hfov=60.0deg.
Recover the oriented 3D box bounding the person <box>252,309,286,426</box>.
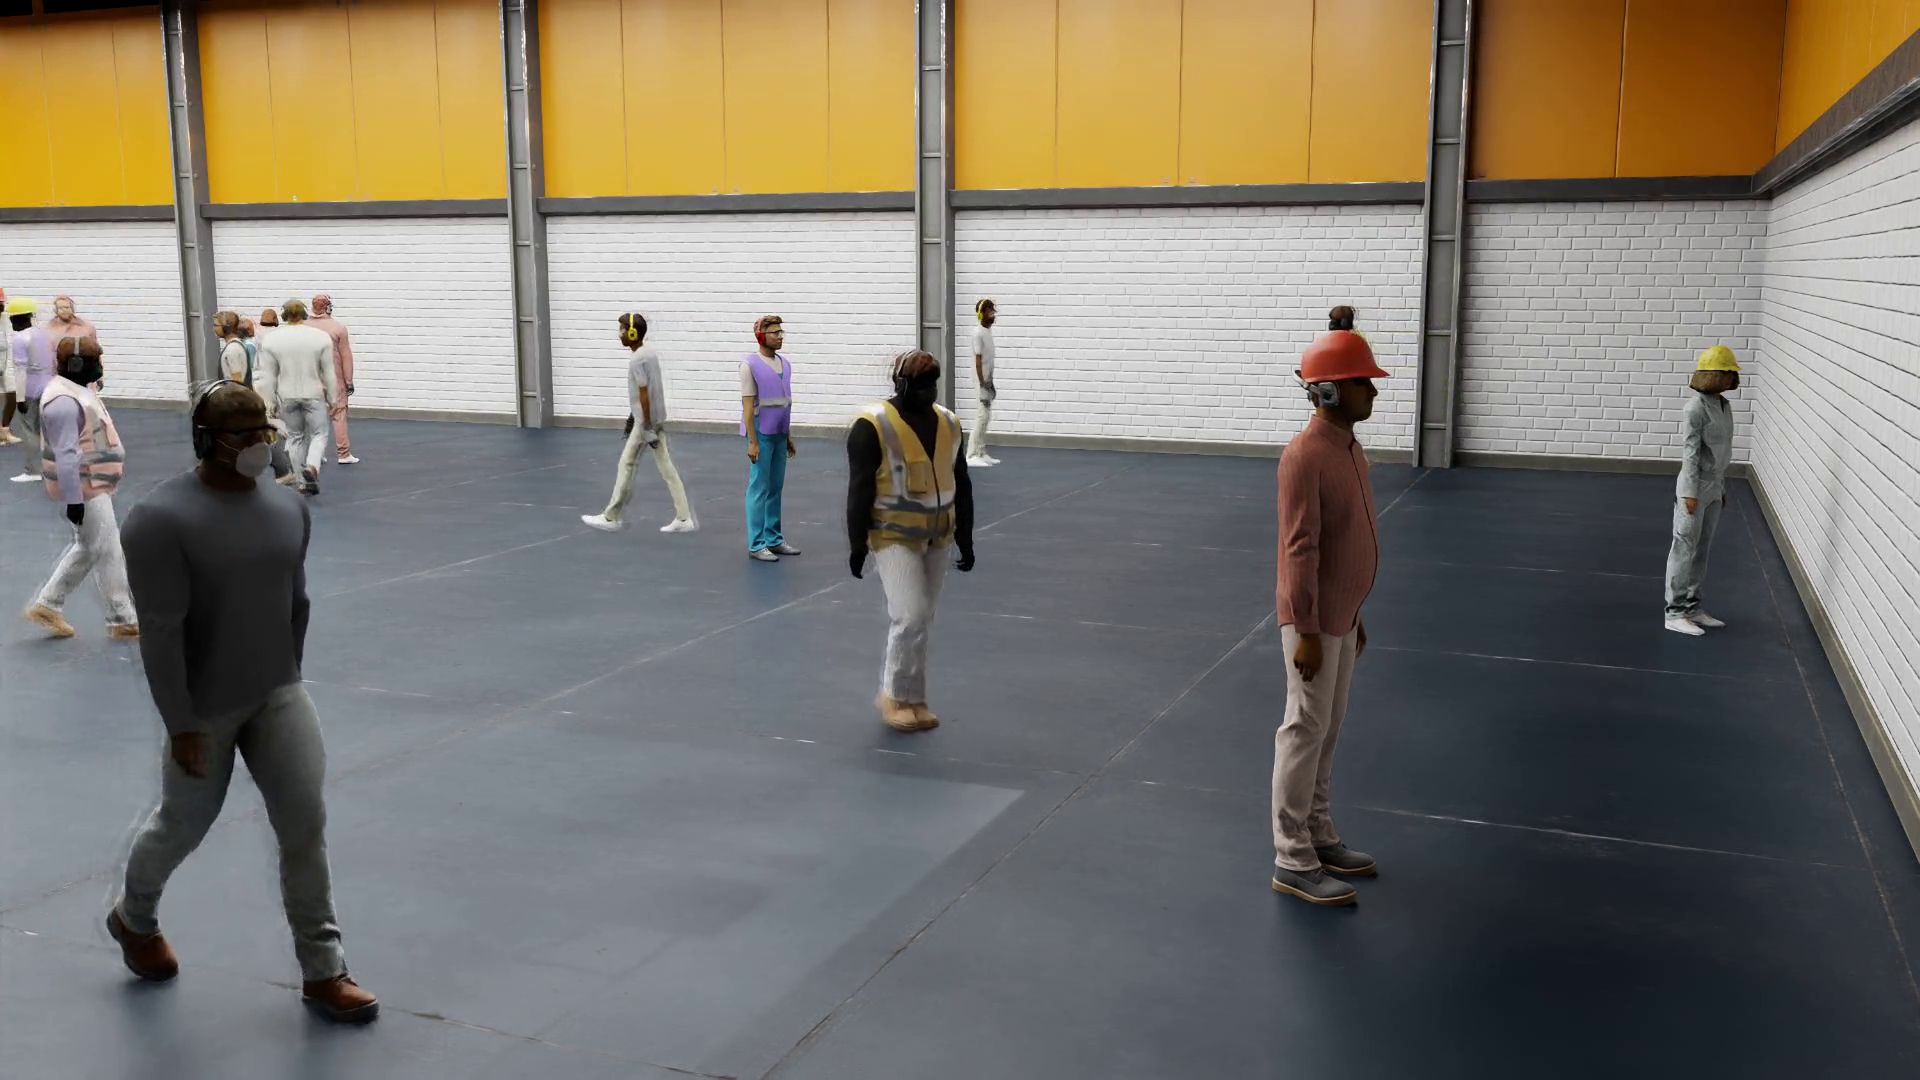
[{"bbox_3d":[-9.440,-2.354,22.834,0.504,1.632,0.269,-3,10,-20],"label":"person"}]

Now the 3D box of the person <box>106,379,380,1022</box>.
[{"bbox_3d":[-2.218,0.462,4.993,1.004,1.906,0.628,6,11,31],"label":"person"}]

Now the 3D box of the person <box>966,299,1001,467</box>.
[{"bbox_3d":[0.246,-1.742,18.509,0.388,1.848,0.593,2,10,11],"label":"person"}]

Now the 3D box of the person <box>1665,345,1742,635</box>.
[{"bbox_3d":[4.530,-0.306,10.092,0.486,1.744,0.311,-8,13,-41],"label":"person"}]

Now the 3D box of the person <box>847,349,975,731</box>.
[{"bbox_3d":[-0.208,0.011,7.908,0.658,1.826,0.481,-8,12,-40],"label":"person"}]

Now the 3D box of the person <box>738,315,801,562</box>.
[{"bbox_3d":[-1.459,-0.773,12.602,0.389,1.850,0.567,4,10,25],"label":"person"}]

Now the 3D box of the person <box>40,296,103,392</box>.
[{"bbox_3d":[-10.305,-1.883,19.274,0.672,1.864,0.967,-6,11,-31],"label":"person"}]

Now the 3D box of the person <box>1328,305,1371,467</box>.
[{"bbox_3d":[3.801,-1.416,16.550,0.487,1.831,0.651,2,10,11],"label":"person"}]

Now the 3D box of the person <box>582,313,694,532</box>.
[{"bbox_3d":[-2.677,-0.955,13.790,0.988,1.825,0.495,2,10,12],"label":"person"}]

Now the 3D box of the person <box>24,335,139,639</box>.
[{"bbox_3d":[-5.194,-0.298,9.827,0.746,1.820,0.643,-3,10,-19],"label":"person"}]

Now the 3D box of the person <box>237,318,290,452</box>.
[{"bbox_3d":[-8.289,-1.814,19.610,0.737,1.614,0.507,-6,11,-33],"label":"person"}]

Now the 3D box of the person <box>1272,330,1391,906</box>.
[{"bbox_3d":[1.298,0.263,5.879,0.375,1.997,0.612,5,11,27],"label":"person"}]

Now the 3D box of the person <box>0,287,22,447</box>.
[{"bbox_3d":[-11.746,-2.106,20.232,0.634,1.993,0.623,1,9,6],"label":"person"}]

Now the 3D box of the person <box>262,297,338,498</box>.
[{"bbox_3d":[-6.237,-1.330,15.733,0.642,1.924,0.668,-2,10,-14],"label":"person"}]

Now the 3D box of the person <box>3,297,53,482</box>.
[{"bbox_3d":[-9.461,-1.539,17.070,0.593,1.906,0.603,0,9,0],"label":"person"}]

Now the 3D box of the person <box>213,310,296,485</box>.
[{"bbox_3d":[-6.979,-1.330,16.141,0.958,1.807,0.526,-2,10,-14],"label":"person"}]

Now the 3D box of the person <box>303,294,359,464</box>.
[{"bbox_3d":[-7.072,-1.790,18.596,0.639,1.909,0.409,1,9,4],"label":"person"}]
